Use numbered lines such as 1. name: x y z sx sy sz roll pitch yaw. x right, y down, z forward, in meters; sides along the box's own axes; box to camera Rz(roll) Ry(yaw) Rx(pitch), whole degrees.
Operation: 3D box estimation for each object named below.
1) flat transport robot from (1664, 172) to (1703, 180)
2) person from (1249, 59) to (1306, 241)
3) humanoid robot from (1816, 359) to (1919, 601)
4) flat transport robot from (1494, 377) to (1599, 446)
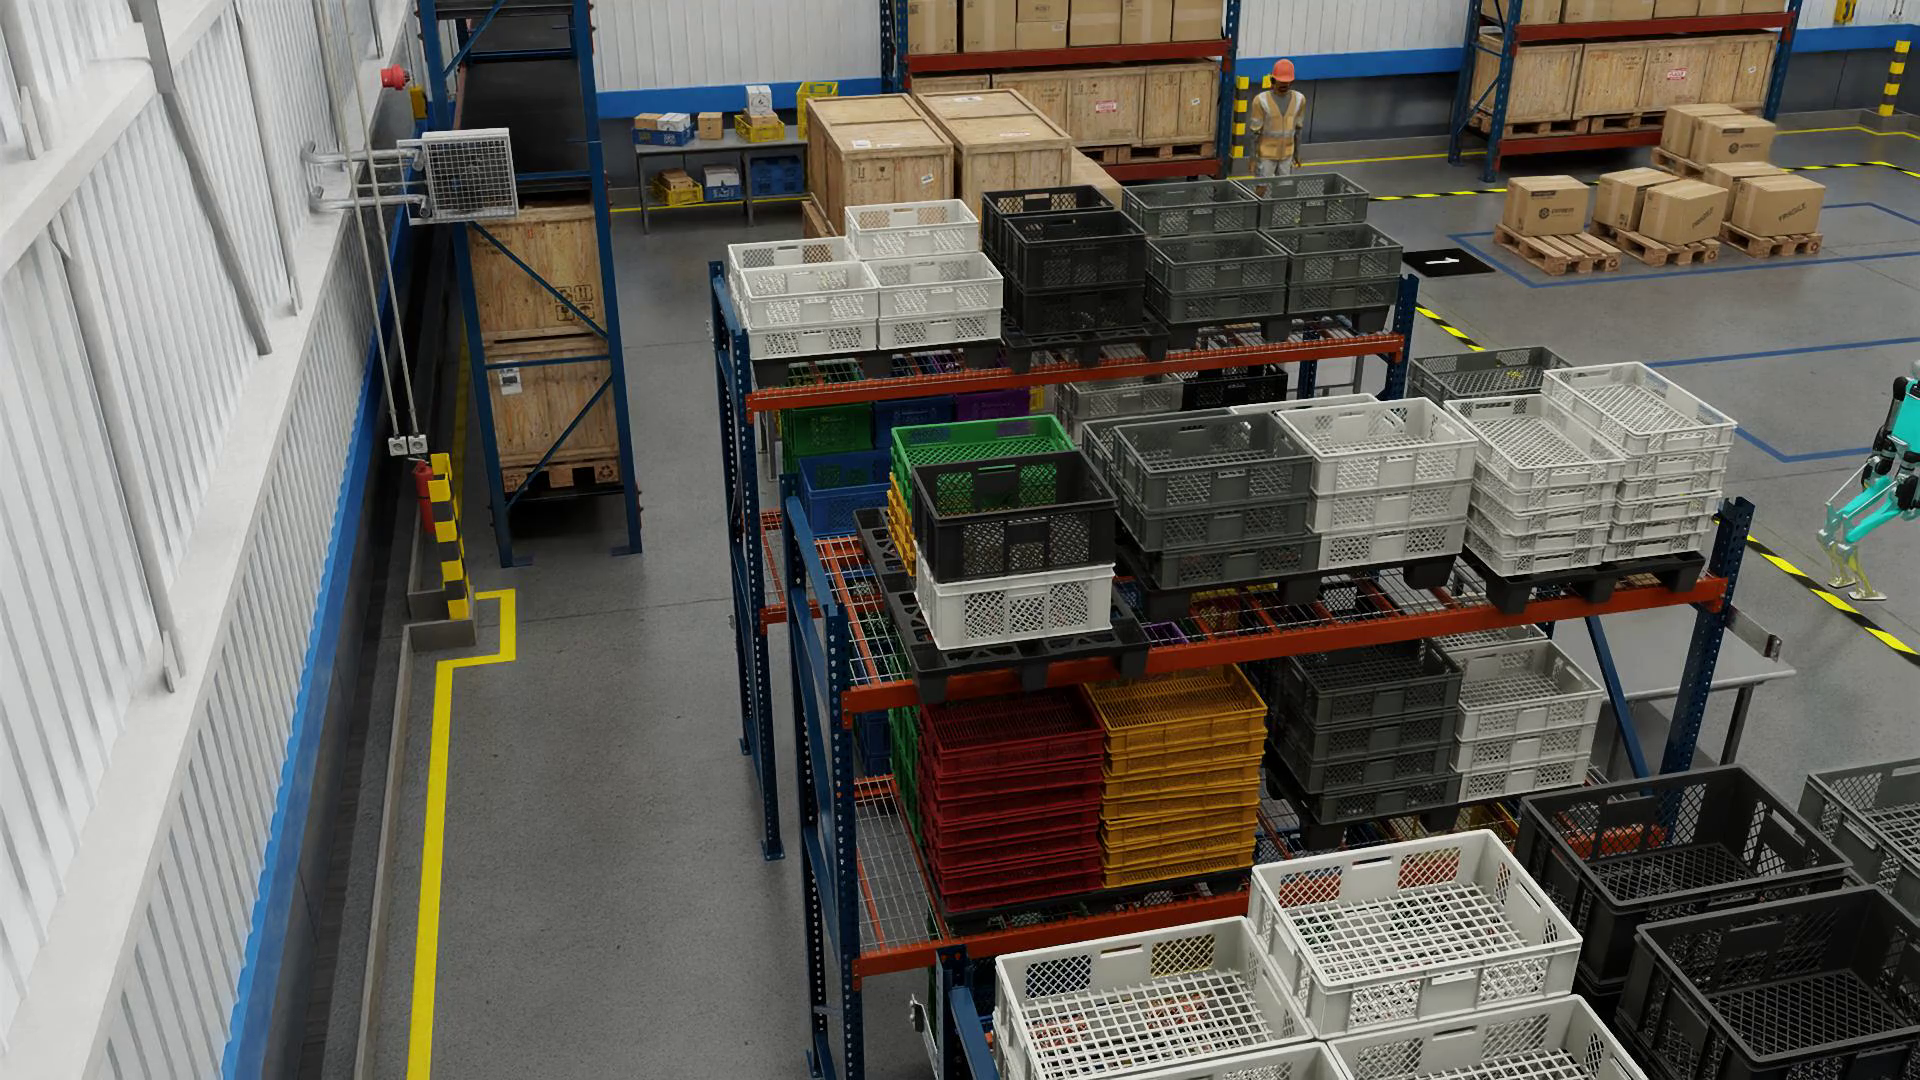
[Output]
1. flat transport robot: 9.137 -4.361 20.291 1.431 0.197 0.652 -6 28 -12
2. person: 3.447 -4.206 18.127 0.614 2.040 0.379 -6 28 -12
3. humanoid robot: 6.067 -0.381 11.052 0.735 1.676 0.533 -6 28 -12
4. flat transport robot: 4.780 -1.036 14.013 0.659 0.231 1.431 -6 28 -12
